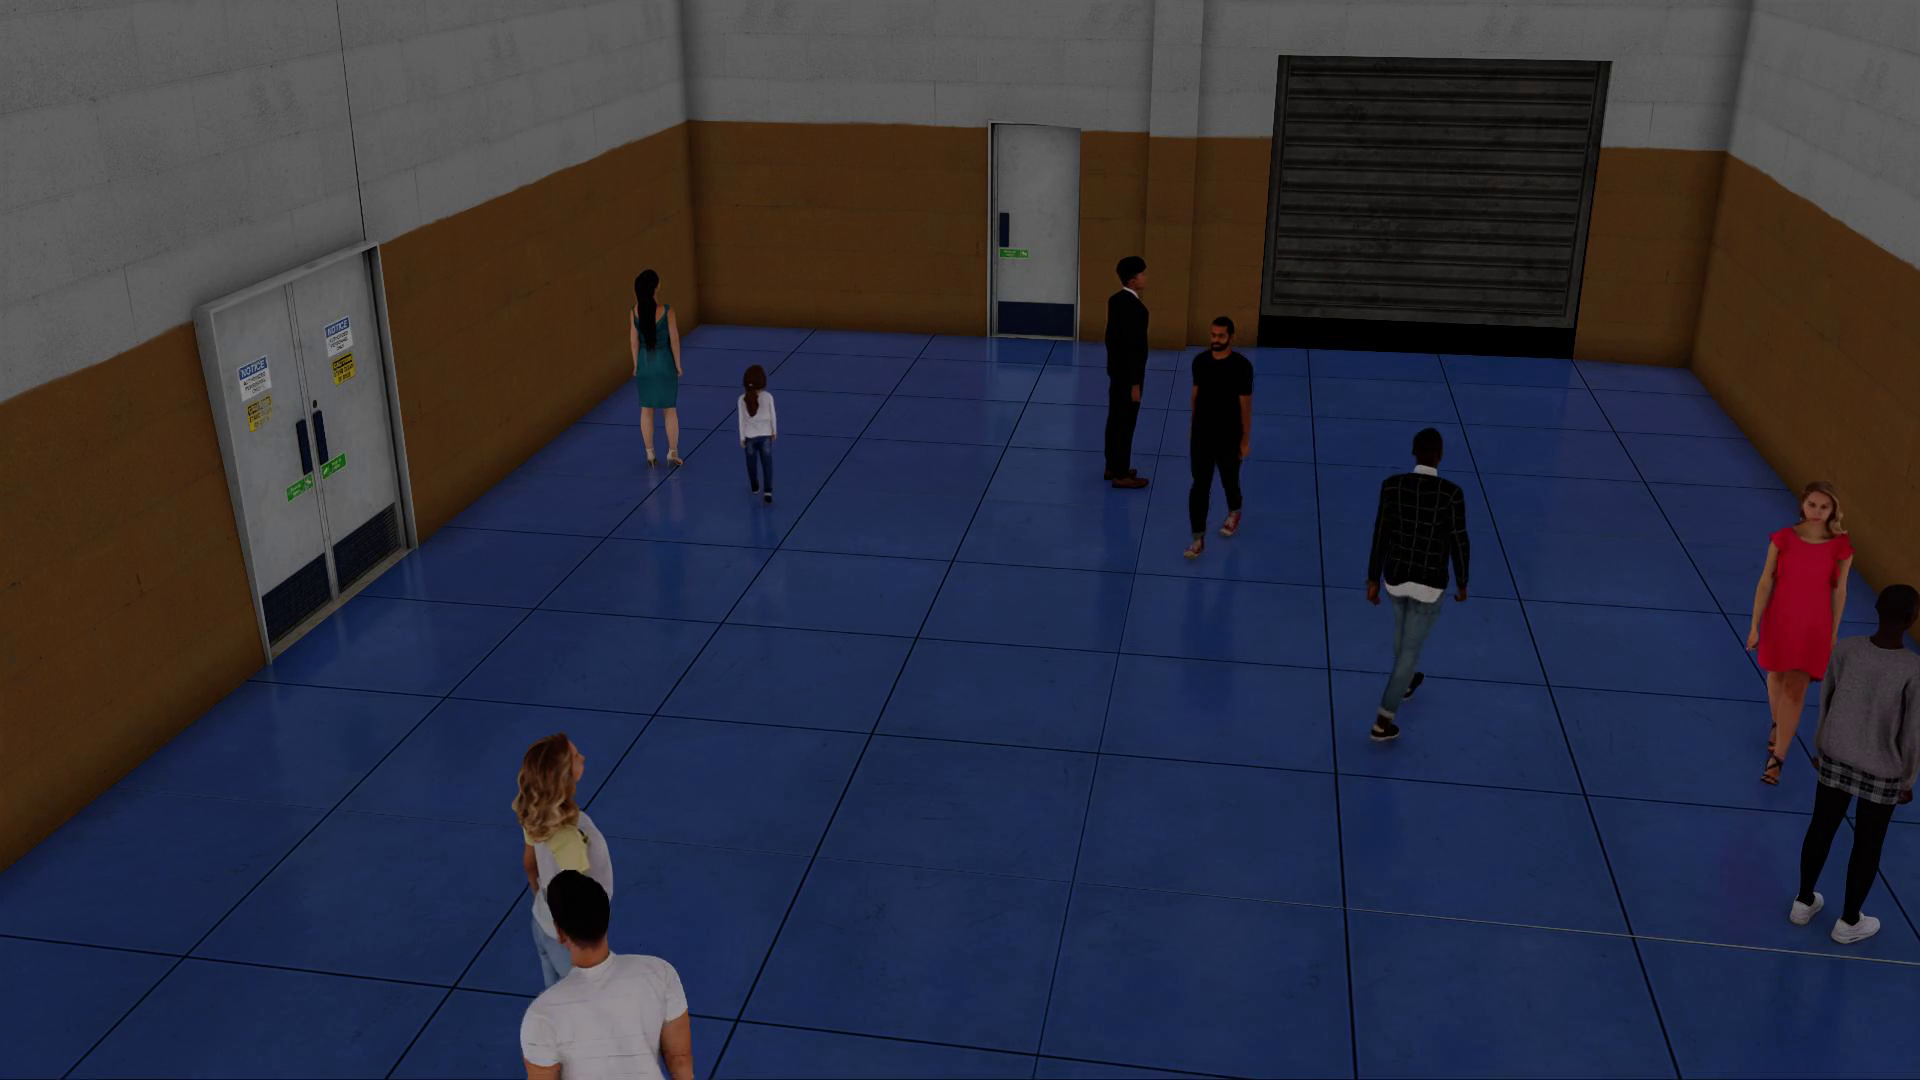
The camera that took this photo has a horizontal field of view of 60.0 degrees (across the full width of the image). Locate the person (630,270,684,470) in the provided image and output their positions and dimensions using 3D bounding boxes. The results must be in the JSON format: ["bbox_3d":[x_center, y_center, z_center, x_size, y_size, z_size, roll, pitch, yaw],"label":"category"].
[{"bbox_3d":[-2.527,-1.417,13.819,0.451,1.686,0.645,1,22,3],"label":"person"}]

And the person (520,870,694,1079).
[{"bbox_3d":[-1.037,1.932,5.276,0.798,1.841,0.842,-15,26,-33],"label":"person"}]

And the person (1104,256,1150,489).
[{"bbox_3d":[1.323,-1.360,13.412,0.710,1.883,0.765,-5,22,-12],"label":"person"}]

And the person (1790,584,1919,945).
[{"bbox_3d":[4.144,1.036,7.655,0.753,1.730,0.682,-16,27,-35],"label":"person"}]

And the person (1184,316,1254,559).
[{"bbox_3d":[1.923,-0.776,12.158,1.132,1.735,0.930,11,24,25],"label":"person"}]

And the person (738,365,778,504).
[{"bbox_3d":[-1.593,-0.828,13.147,0.777,1.092,0.681,-4,22,-9],"label":"person"}]

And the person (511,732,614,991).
[{"bbox_3d":[-1.515,1.526,6.425,0.764,1.722,0.697,-16,27,-34],"label":"person"}]

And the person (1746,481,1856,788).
[{"bbox_3d":[4.602,0.460,9.139,1.046,1.691,0.909,13,26,30],"label":"person"}]

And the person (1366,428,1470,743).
[{"bbox_3d":[2.551,0.294,9.438,1.230,1.777,1.108,16,27,34],"label":"person"}]
